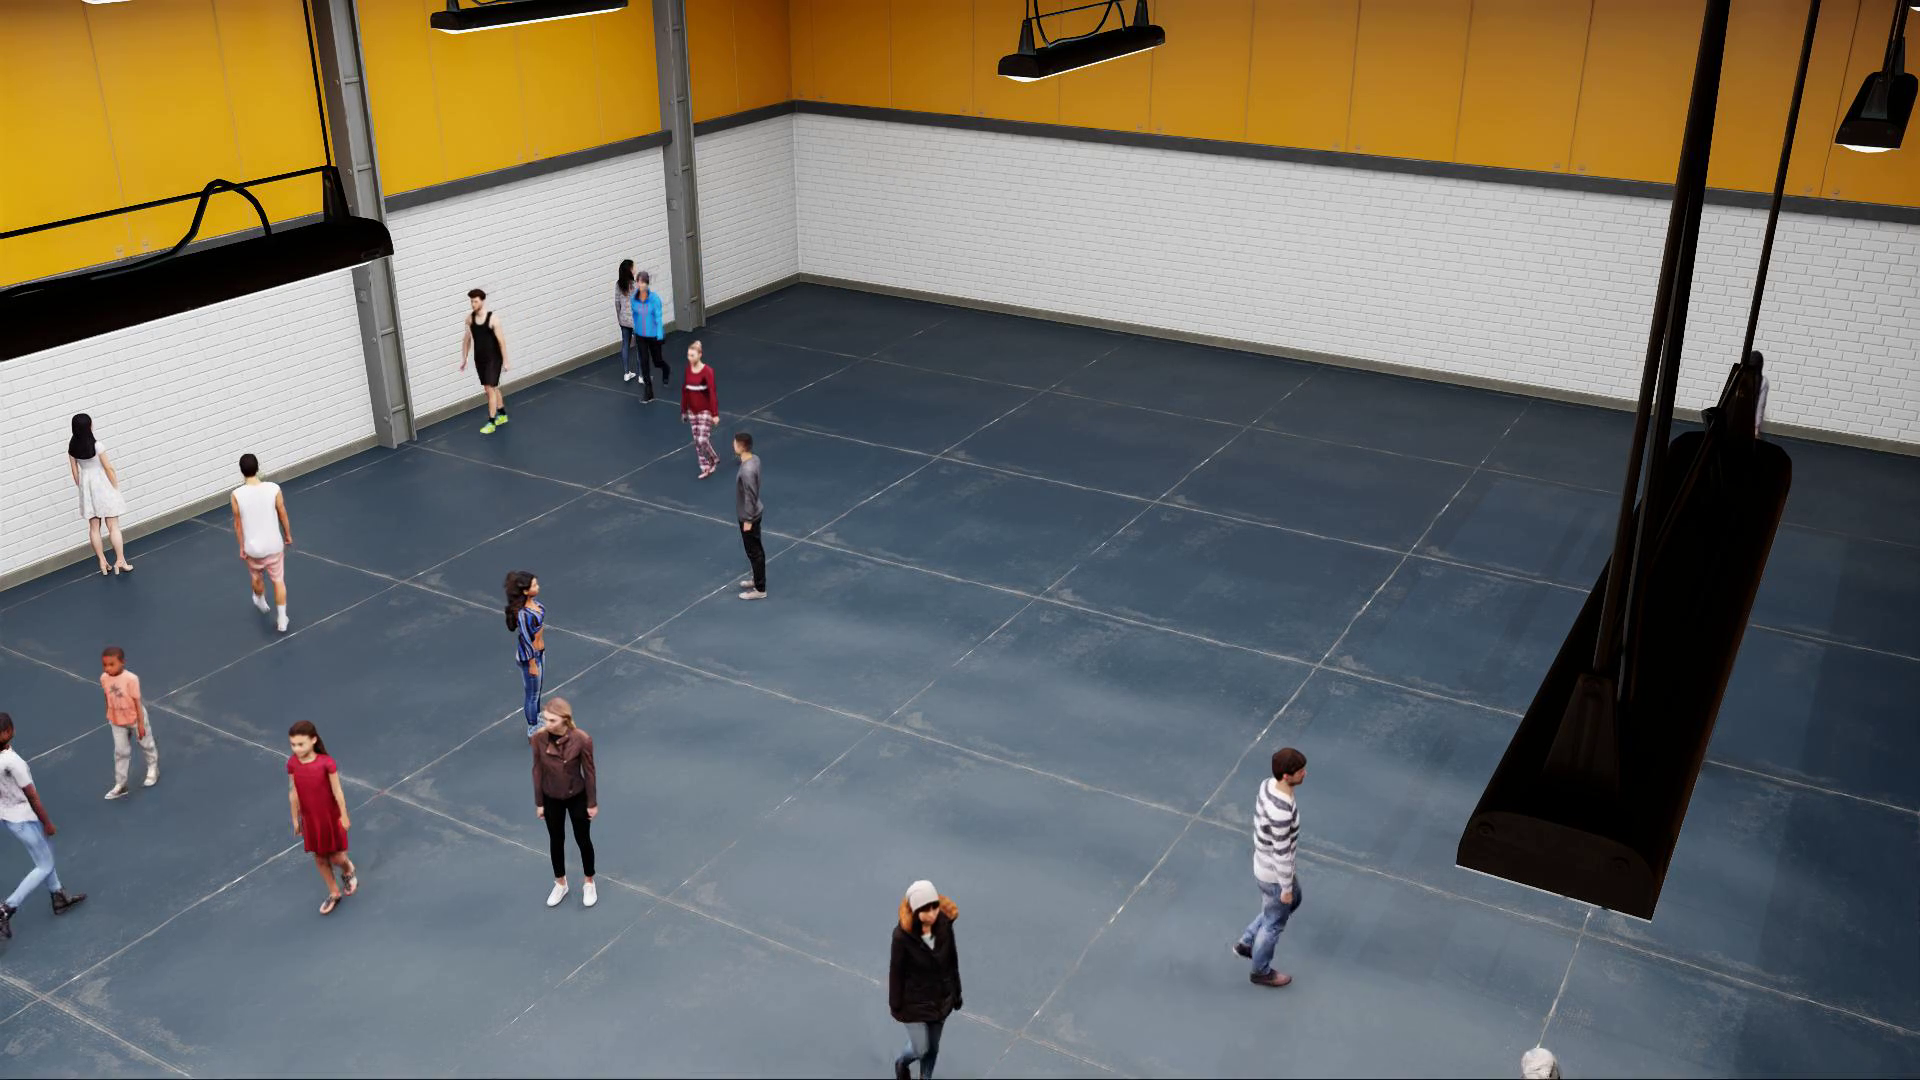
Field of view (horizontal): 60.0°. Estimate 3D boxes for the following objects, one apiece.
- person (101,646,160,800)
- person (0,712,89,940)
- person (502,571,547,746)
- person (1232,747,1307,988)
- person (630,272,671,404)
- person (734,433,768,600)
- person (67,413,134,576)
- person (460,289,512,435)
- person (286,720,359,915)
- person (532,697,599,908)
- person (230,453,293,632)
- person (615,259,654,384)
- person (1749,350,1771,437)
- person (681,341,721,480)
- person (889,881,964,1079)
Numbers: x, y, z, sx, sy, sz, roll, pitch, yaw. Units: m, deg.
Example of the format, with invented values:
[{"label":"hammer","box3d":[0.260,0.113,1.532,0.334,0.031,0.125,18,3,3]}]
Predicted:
[{"label":"person","box3d":[-6.774,1.420,13.619,0.717,1.293,0.878,0,24,0]},{"label":"person","box3d":[-6.668,2.016,11.737,0.661,1.708,0.977,16,28,32]},{"label":"person","box3d":[-3.659,1.000,14.189,0.758,1.607,0.664,-2,24,-4]},{"label":"person","box3d":[2.026,2.197,11.161,0.863,1.838,0.779,1,24,3]},{"label":"person","box3d":[-4.193,-2.773,22.607,0.757,1.777,1.074,8,25,18]},{"label":"person","box3d":[-2.123,-0.260,16.878,0.756,1.760,0.640,-1,24,-1]},{"label":"person","box3d":[-9.001,-0.482,17.370,0.763,1.775,0.790,1,24,1]},{"label":"person","box3d":[-6.062,-2.357,21.544,0.749,1.867,0.945,11,26,23]},{"label":"person","box3d":[-4.610,1.959,12.078,0.719,1.540,0.814,1,24,2]},{"label":"person","box3d":[-2.851,1.874,12.067,0.676,1.704,0.661,2,24,4]},{"label":"person","box3d":[-6.753,0.066,16.140,1.052,1.756,1.038,-12,26,-25]},{"label":"person","box3d":[-4.624,-3.091,23.390,0.631,1.732,0.534,11,26,23]},{"label":"person","box3d":[9.130,-1.352,19.472,0.595,1.684,1.055,12,27,26]},{"label":"person","box3d":[-3.064,-1.567,19.954,0.651,1.692,0.617,14,27,28]},{"label":"person","box3d":[-0.249,2.740,10.183,0.706,1.627,0.787,-16,28,-32]}]
